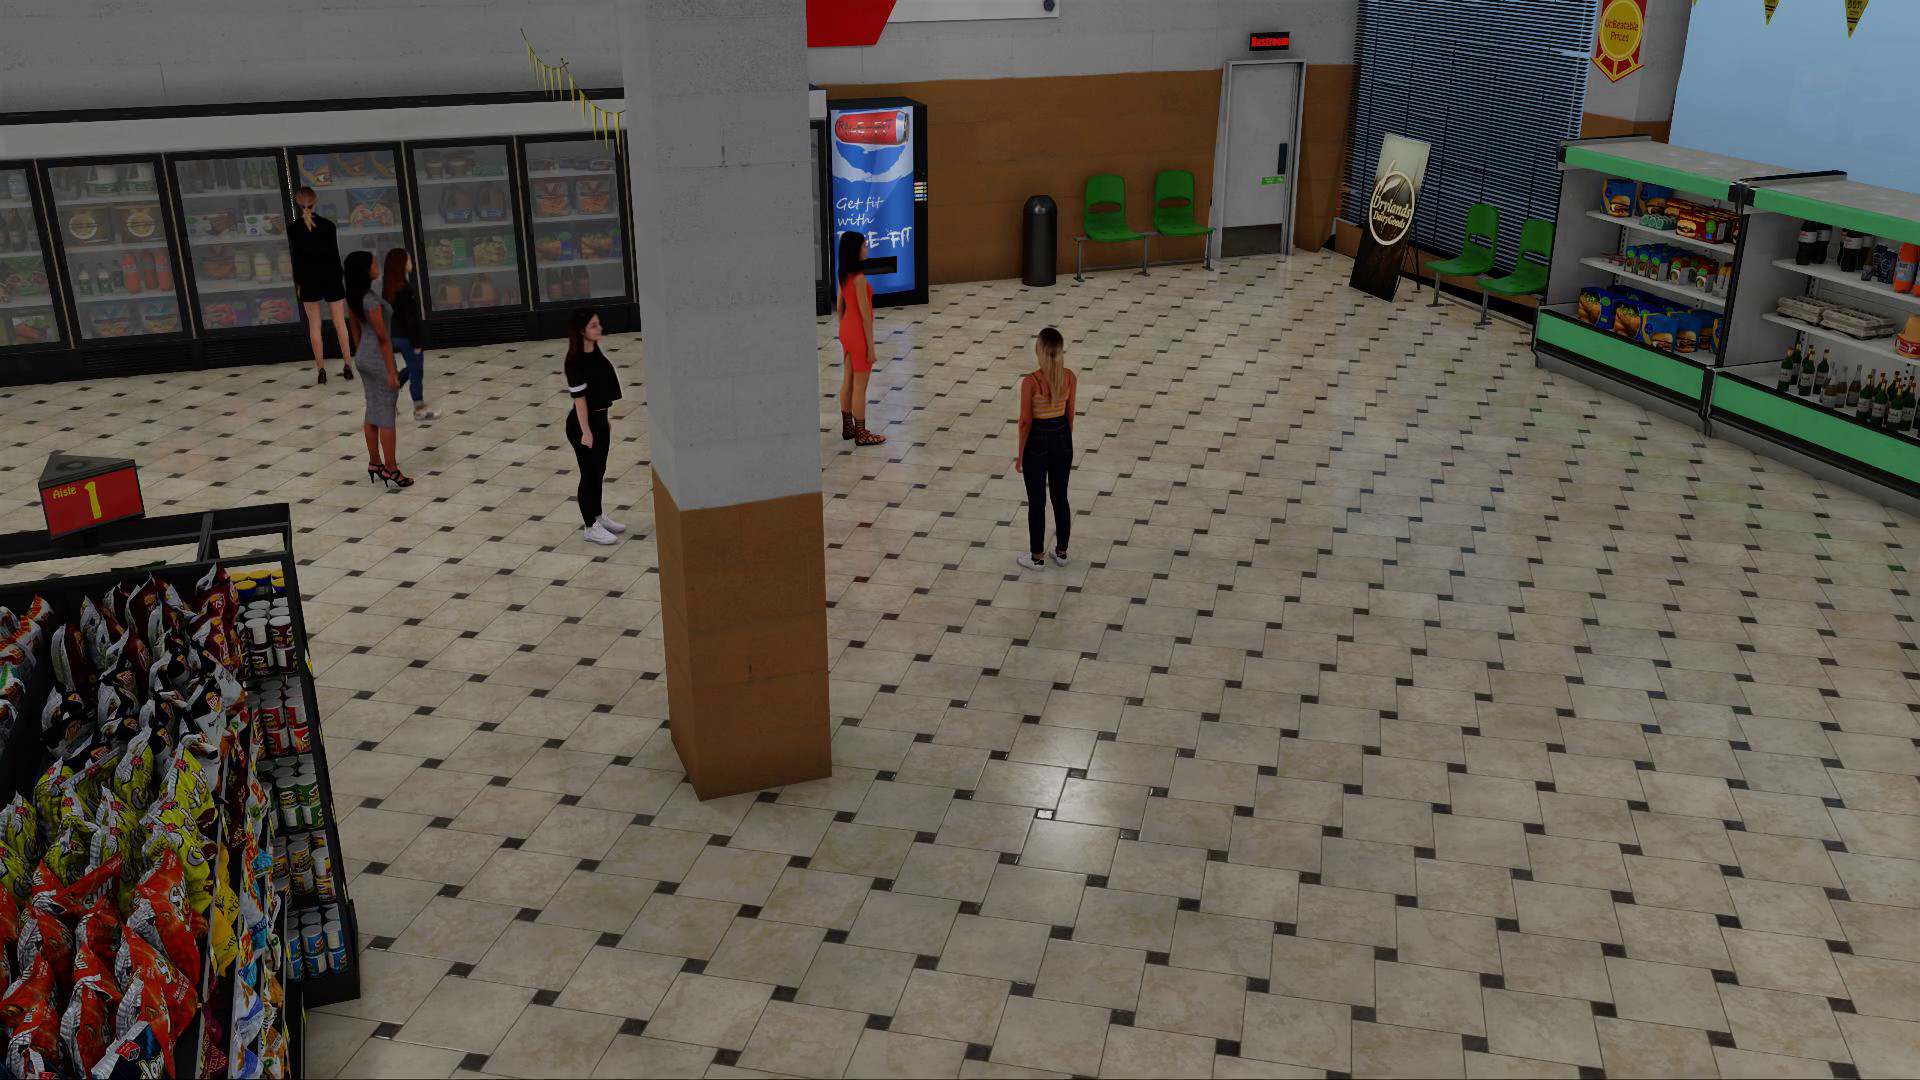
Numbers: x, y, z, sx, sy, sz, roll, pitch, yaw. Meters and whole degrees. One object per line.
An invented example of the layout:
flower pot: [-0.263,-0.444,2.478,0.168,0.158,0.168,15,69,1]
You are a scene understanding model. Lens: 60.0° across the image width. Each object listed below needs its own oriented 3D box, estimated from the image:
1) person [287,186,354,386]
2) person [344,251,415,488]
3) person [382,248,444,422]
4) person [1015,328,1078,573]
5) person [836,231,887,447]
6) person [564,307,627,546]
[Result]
person: [-5.735,-2.277,14.887,0.598,1.767,0.550,-10,24,-24]
person: [-4.341,-1.266,12.352,0.601,1.781,0.726,20,29,40]
person: [-4.657,-1.685,13.805,0.758,1.475,0.746,-17,27,-36]
person: [0.574,-0.590,10.875,0.589,1.629,0.546,-11,24,-25]
person: [-0.831,-1.614,13.303,0.694,1.719,0.515,-13,25,-29]
person: [-2.522,-0.790,11.358,0.760,1.639,0.663,3,22,6]
